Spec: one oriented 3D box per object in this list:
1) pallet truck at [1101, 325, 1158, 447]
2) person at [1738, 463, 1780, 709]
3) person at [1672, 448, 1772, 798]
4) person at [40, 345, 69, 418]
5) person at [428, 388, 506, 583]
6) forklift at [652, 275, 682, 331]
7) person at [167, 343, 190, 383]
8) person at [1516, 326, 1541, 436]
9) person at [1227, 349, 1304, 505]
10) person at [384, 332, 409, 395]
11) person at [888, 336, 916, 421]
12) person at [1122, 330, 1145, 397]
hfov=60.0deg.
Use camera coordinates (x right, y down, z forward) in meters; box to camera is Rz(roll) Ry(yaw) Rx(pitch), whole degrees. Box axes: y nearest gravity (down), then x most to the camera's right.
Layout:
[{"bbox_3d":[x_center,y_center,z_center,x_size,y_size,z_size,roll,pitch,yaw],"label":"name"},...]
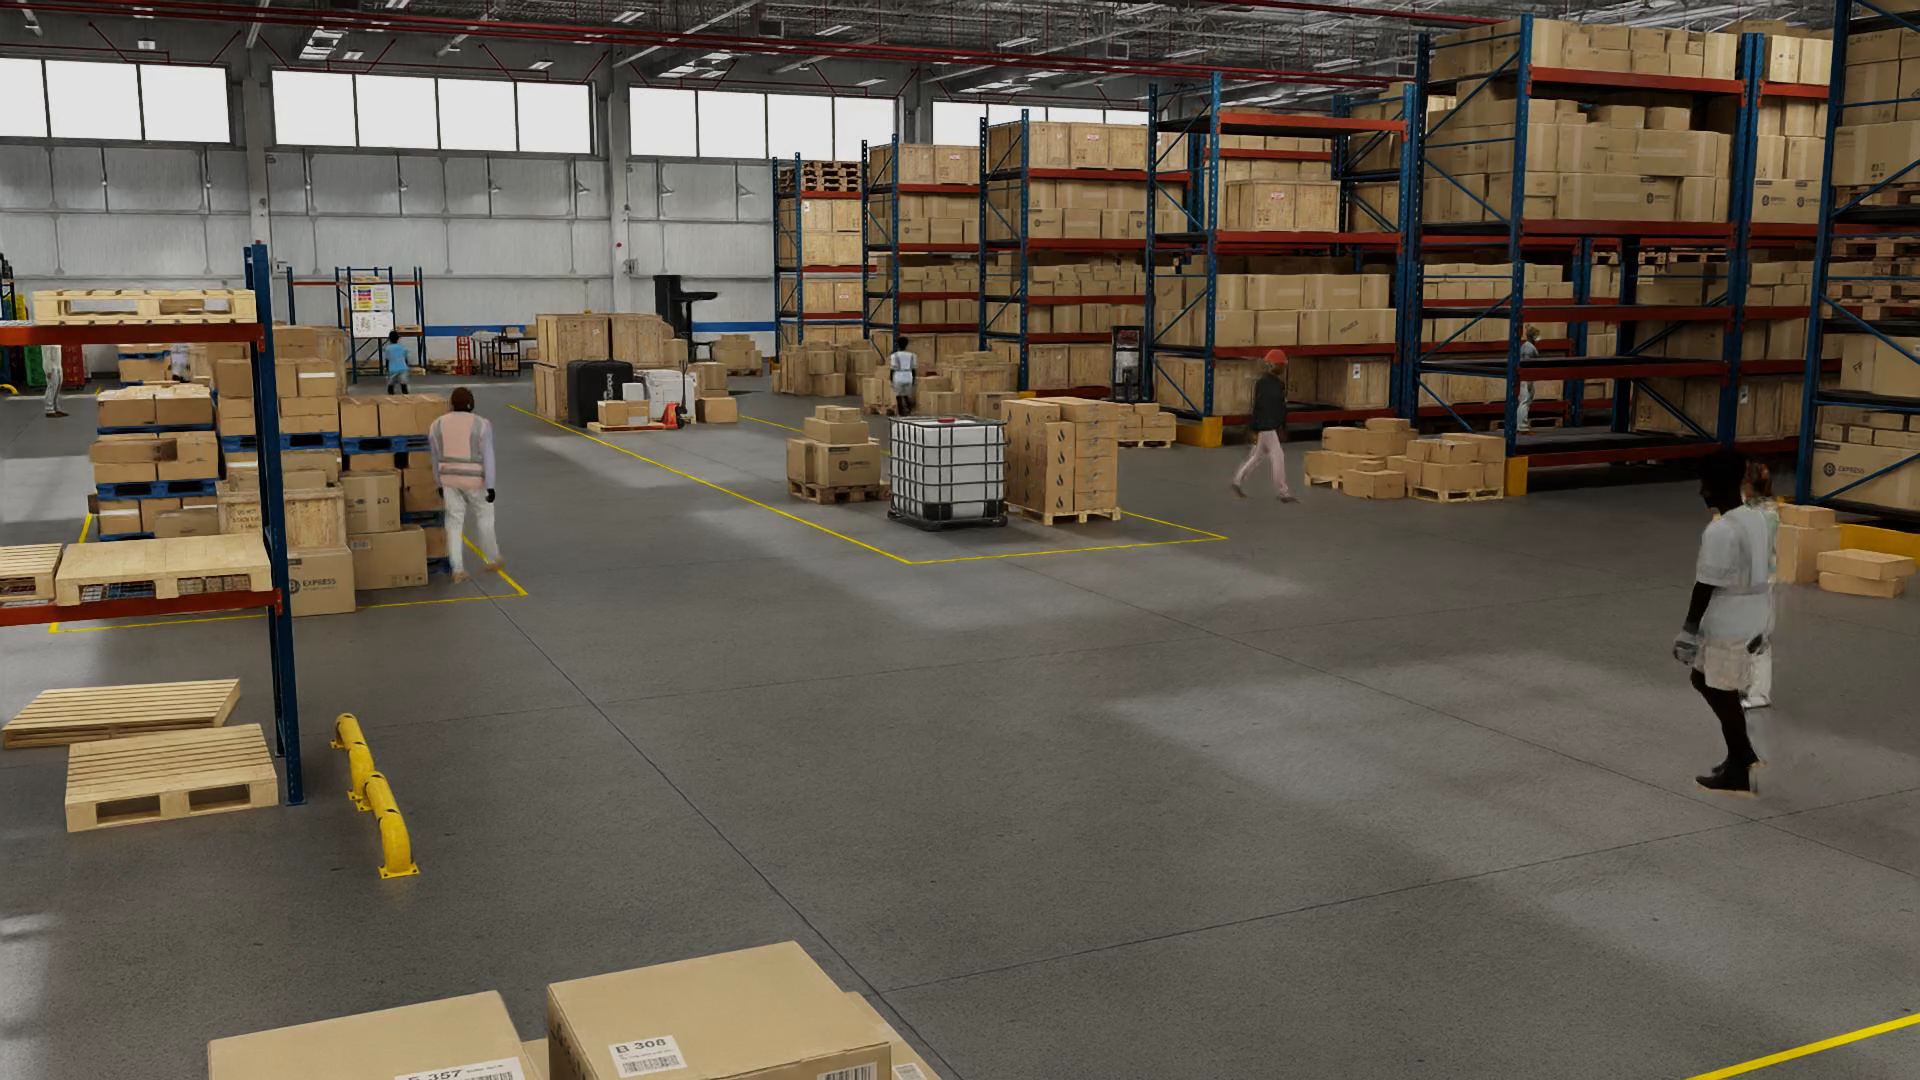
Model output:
[{"bbox_3d":[2.881,-2.596,27.923,0.823,1.965,1.885,-1,9,-7],"label":"pallet truck"},{"bbox_3d":[5.270,0.297,11.107,0.311,1.632,0.514,0,9,3],"label":"person"},{"bbox_3d":[4.213,0.463,9.145,0.464,1.934,0.608,8,12,41],"label":"person"},{"bbox_3d":[-18.034,-3.387,33.072,0.362,1.929,0.629,-1,9,-9],"label":"person"},{"bbox_3d":[-4.639,-0.536,15.746,0.647,1.800,0.880,1,9,4],"label":"person"},{"bbox_3d":[-6.754,-4.737,38.475,1.873,2.768,1.129,2,9,12],"label":"forklift"},{"bbox_3d":[-16.890,-3.808,35.692,0.586,1.913,0.764,8,12,39],"label":"person"},{"bbox_3d":[10.025,-2.793,29.330,0.354,1.936,0.635,2,9,13],"label":"person"},{"bbox_3d":[3.829,-1.430,20.872,1.034,1.950,0.618,6,11,34],"label":"person"},{"bbox_3d":[-11.780,-3.524,34.738,0.549,1.644,0.907,-7,12,-38],"label":"person"},{"bbox_3d":[-1.105,-3.003,31.425,0.540,1.686,0.401,-6,11,-32],"label":"person"},{"bbox_3d":[3.123,-2.933,30.266,0.567,1.917,0.702,8,12,40],"label":"person"}]
